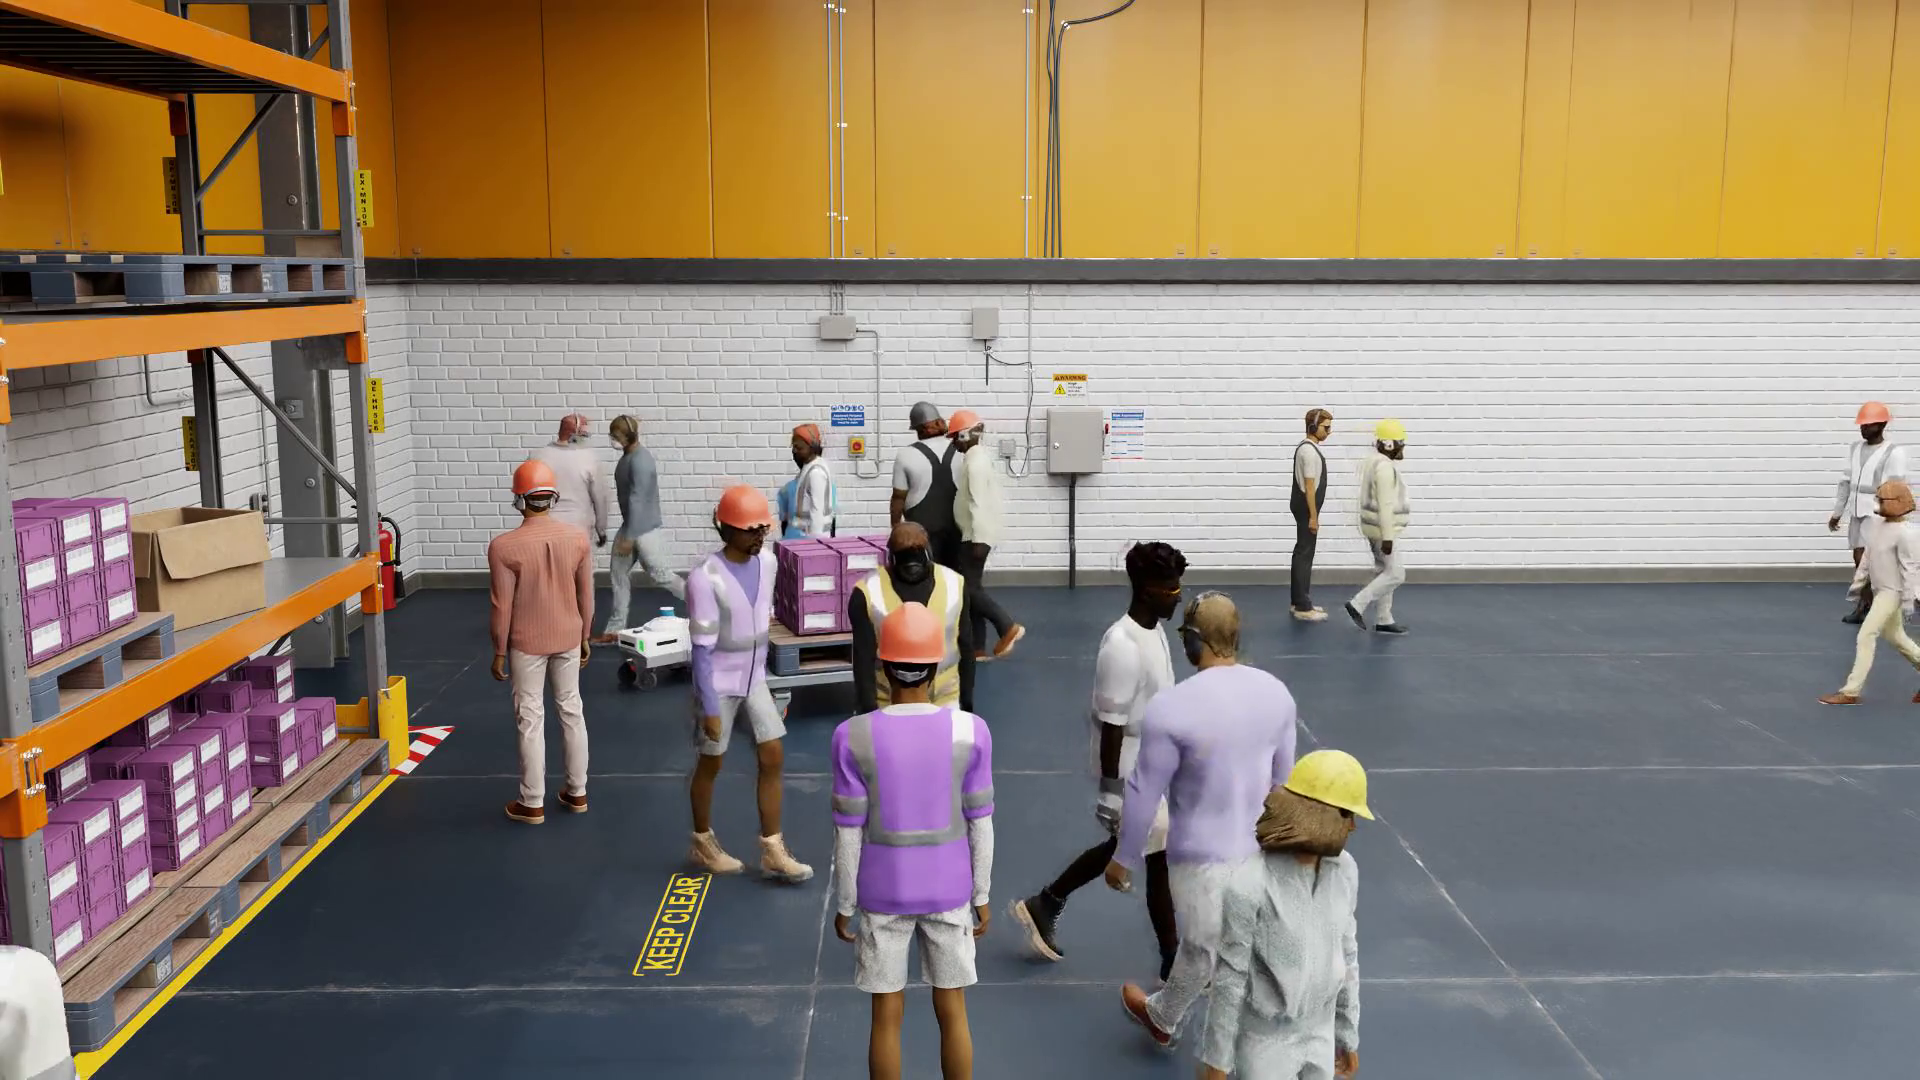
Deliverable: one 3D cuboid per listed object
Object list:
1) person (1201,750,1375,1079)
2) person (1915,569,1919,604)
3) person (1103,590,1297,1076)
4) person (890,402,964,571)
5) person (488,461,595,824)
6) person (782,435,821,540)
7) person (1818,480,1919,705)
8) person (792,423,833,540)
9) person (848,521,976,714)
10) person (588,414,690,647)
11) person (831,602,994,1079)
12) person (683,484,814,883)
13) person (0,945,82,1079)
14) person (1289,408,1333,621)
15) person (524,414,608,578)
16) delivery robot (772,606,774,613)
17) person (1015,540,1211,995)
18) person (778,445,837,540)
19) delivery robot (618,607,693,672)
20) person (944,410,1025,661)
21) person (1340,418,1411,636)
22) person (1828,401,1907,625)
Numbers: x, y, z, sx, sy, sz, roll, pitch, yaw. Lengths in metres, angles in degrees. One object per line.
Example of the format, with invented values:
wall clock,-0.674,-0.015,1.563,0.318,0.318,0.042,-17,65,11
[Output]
person,0.939,1.426,4.679,0.519,1.706,0.384,-6,11,-32
person,9.023,-0.335,14.985,0.925,1.885,0.581,0,9,1
person,0.858,1.115,6.050,0.652,1.879,1.024,-6,11,-34
person,-0.207,-0.157,13.386,0.735,2.000,0.941,-3,10,-16
person,-2.298,0.558,9.146,0.612,1.995,0.377,-8,12,-41
person,-1.275,-0.044,13.611,0.679,1.741,0.539,2,9,11
person,6.468,0.372,11.502,0.832,1.598,0.511,2,9,9
person,-1.118,0.000,12.981,0.475,1.860,0.620,-1,9,-5
person,-0.232,0.790,8.271,0.646,1.820,0.481,-2,9,-10
person,-2.505,-0.086,13.443,0.988,1.894,0.638,-4,10,-25
person,-0.160,1.166,5.586,0.543,1.939,0.361,-1,9,-6
person,-1.041,0.719,8.133,0.856,2.001,0.649,7,12,36
person,-2.175,1.486,3.482,0.608,2.001,1.049,-1,9,-6
person,3.034,-0.223,14.417,0.345,1.838,0.506,1,9,7
person,-3.211,-0.091,13.553,0.720,1.864,0.460,1,9,6
delivery robot,-1.571,0.661,12.631,0.477,0.478,0.707,8,12,41
person,0.677,0.938,7.031,0.916,1.930,0.617,3,10,17
person,-1.186,0.073,13.062,0.566,1.678,0.368,4,10,26
delivery robot,-2.140,0.734,12.179,0.707,0.478,0.477,-9,13,-44
person,0.156,-0.018,12.822,0.608,1.949,0.650,1,9,4
person,3.457,-0.094,13.660,0.490,1.820,0.611,1,9,8
person,7.698,-0.220,14.135,0.446,1.919,0.555,-2,10,-14
